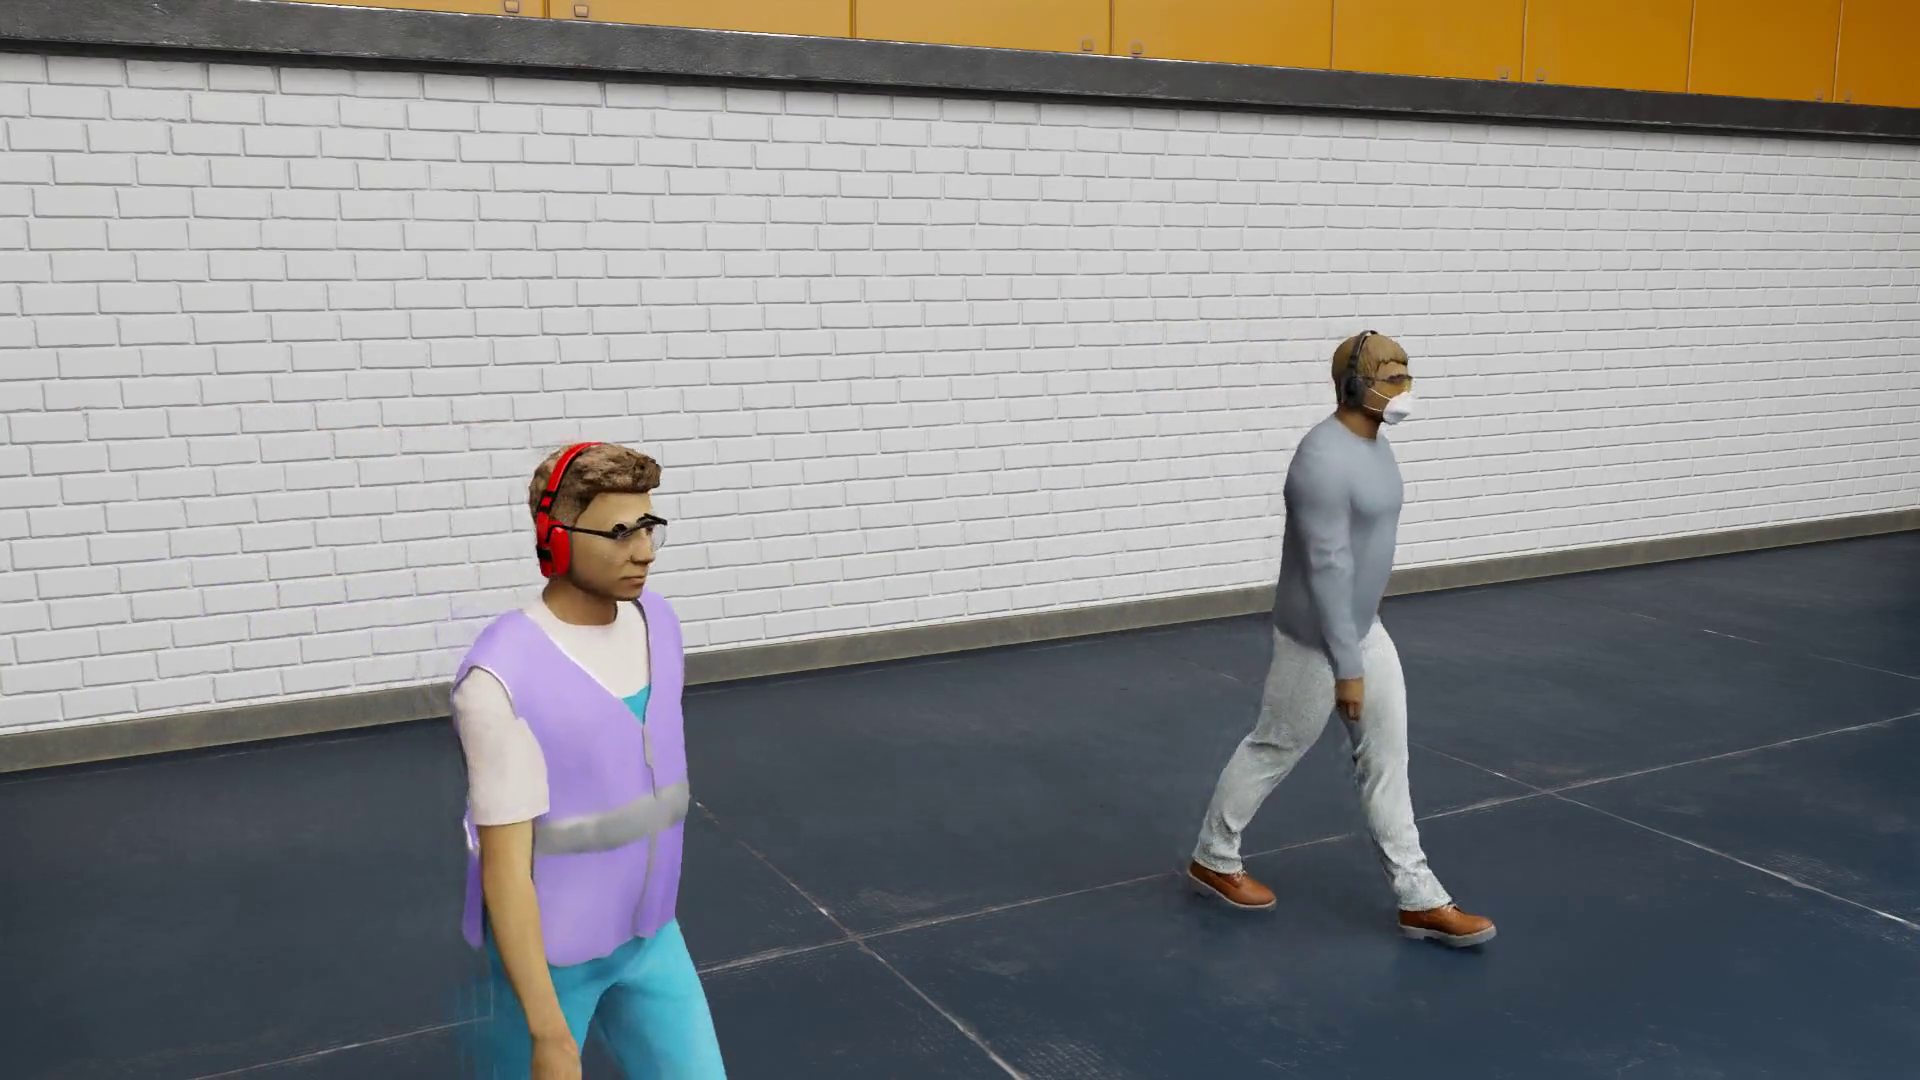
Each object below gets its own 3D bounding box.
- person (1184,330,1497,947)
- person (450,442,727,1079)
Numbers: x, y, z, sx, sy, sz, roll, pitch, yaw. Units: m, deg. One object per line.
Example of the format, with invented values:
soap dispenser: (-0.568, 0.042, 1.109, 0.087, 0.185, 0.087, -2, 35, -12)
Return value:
person: (1.150, 0.301, 5.148, 1.005, 1.894, 0.646, 7, 12, 34)
person: (-0.564, 0.733, 2.904, 0.934, 1.795, 0.598, 5, 11, 25)
